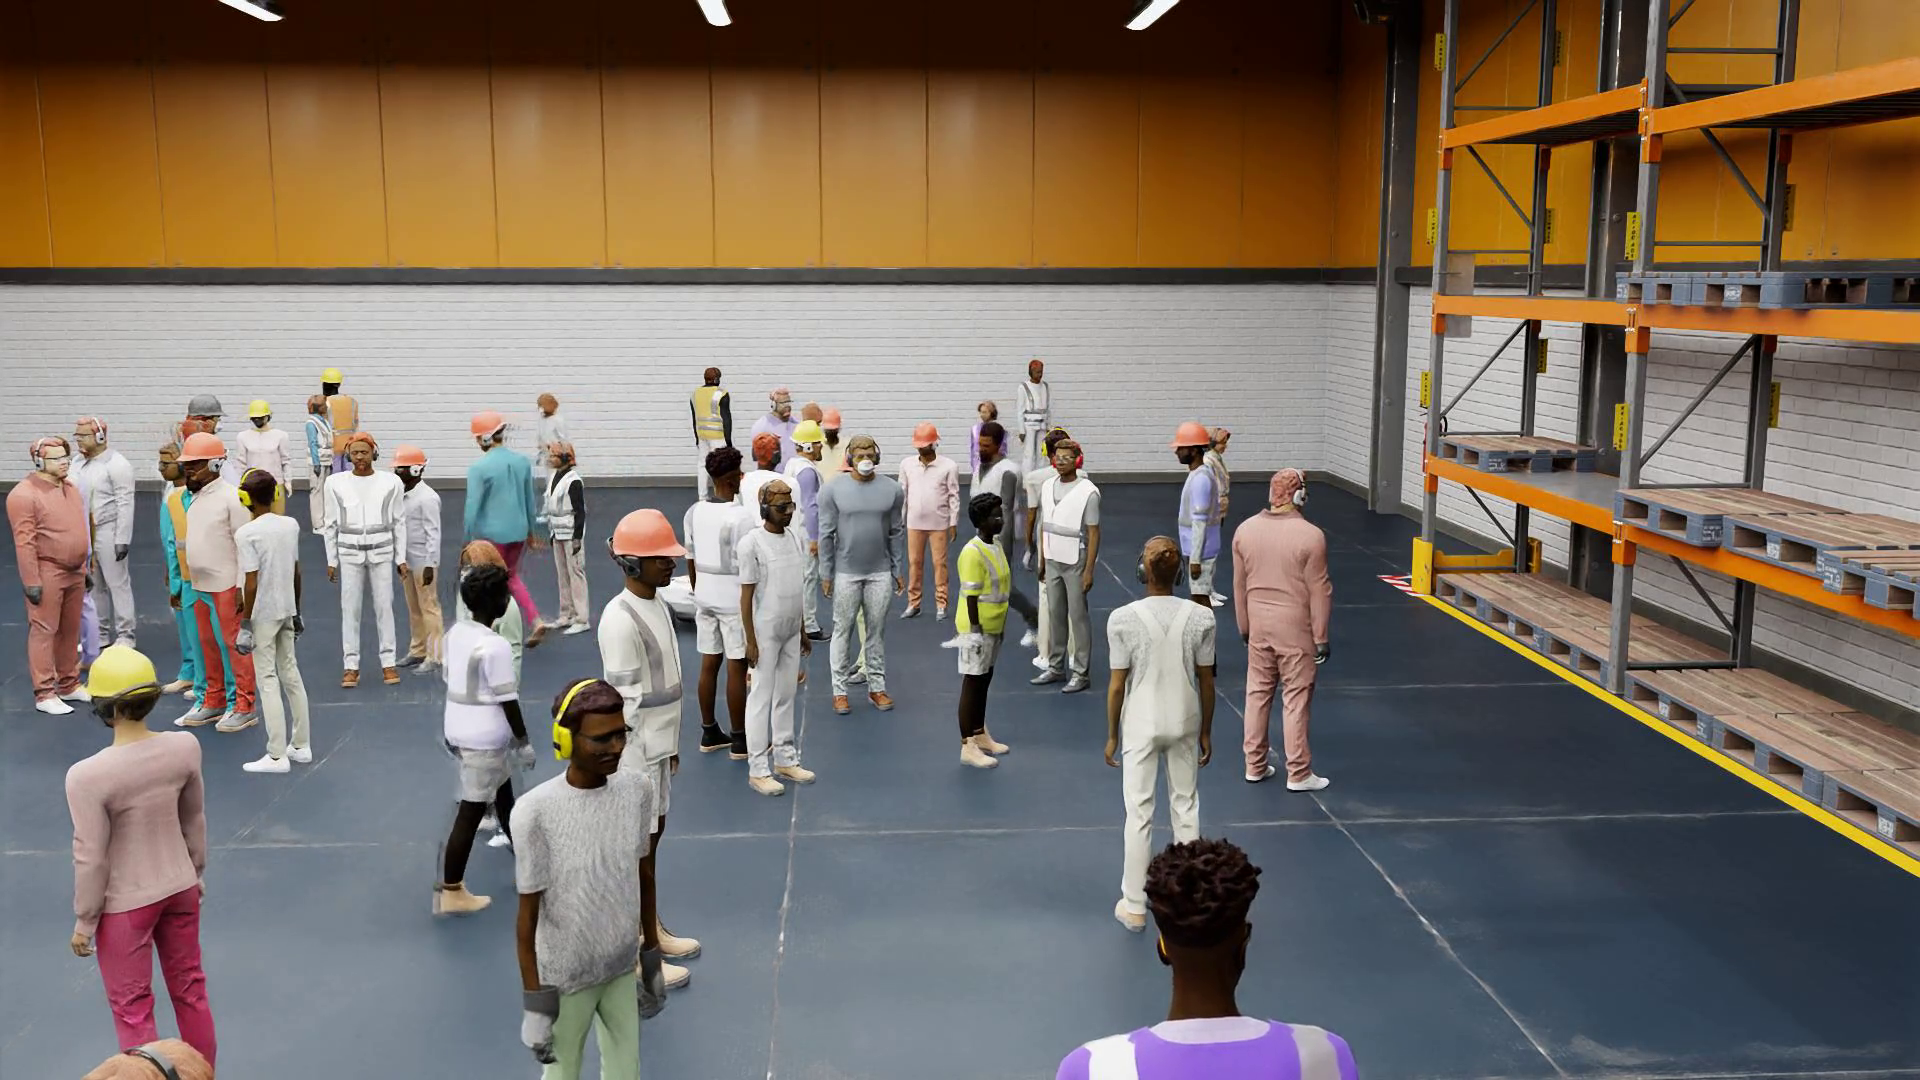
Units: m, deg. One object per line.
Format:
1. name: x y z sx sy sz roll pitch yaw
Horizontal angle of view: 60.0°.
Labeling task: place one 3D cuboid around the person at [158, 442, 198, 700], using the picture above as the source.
1. person: -5.536 0.219 11.898 0.509 1.846 0.342 7 11 35

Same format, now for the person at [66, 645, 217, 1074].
1. person: -2.839 1.236 5.759 0.310 1.768 0.533 4 10 23

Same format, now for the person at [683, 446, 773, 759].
1. person: -1.466 0.389 10.448 0.601 1.967 0.369 8 12 41

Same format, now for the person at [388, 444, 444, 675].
1. person: -4.152 0.142 12.662 0.328 1.753 0.560 -8 12 -42

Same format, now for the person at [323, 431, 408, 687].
1. person: -4.376 0.141 12.268 0.574 1.883 0.355 -3 10 -19

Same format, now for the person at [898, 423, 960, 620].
1. person: -0.290 -0.162 14.601 0.573 1.740 0.339 2 9 14

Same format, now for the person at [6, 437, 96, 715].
1. person: -6.269 0.239 11.573 0.405 1.910 0.636 1 9 6

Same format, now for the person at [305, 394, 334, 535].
1. person: -7.469 -0.879 19.423 0.307 1.645 0.512 -1 9 -5

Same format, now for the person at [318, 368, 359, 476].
1. person: -7.412 -1.080 19.789 0.354 1.929 0.590 5 11 31

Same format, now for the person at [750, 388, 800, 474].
1. person: -1.779 -0.563 16.614 0.401 1.910 0.641 8 12 39

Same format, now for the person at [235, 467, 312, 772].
1. person: -4.215 0.488 10.144 0.311 1.865 0.532 3 9 17

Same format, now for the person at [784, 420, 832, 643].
1. person: -1.249 -0.073 13.764 0.403 1.835 0.588 -3 10 -19

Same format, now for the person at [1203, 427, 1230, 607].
1. person: 2.322 -0.219 15.295 0.307 1.640 0.513 3 9 16

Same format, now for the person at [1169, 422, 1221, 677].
1. person: 1.768 0.072 12.583 0.407 1.927 0.547 1 9 8

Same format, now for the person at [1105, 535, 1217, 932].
1. person: 0.918 0.892 7.668 0.505 1.846 0.346 -1 9 -4

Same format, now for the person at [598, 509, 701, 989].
1. person: -1.327 0.879 7.134 0.373 2.044 0.607 0 9 1

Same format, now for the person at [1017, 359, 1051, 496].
1. person: 1.026 -1.537 22.831 0.584 1.878 0.368 -8 12 -42

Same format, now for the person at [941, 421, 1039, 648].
1. person: 0.313 -0.036 13.418 0.798 1.880 0.681 -4 10 -25

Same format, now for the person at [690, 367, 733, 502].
1. person: -3.228 -1.346 21.776 0.619 1.836 0.430 6 11 33

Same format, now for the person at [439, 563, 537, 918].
1. person: -2.183 0.933 7.977 0.824 1.655 0.556 -7 12 -38

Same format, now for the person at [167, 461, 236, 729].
1. person: -5.029 0.301 11.139 0.600 1.920 0.376 3 9 17

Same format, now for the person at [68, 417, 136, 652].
1. person: -6.872 -0.029 13.262 0.643 1.909 0.410 4 10 23

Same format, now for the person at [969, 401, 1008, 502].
1. person: 0.326 -0.750 18.660 0.515 1.629 0.383 6 11 33

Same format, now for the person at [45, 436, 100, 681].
1. person: -6.689 0.136 12.454 0.351 1.837 0.511 2 9 15

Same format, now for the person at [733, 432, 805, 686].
1. person: -1.415 0.150 12.211 0.574 1.882 0.358 3 10 18

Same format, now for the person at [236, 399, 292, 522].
1. person: -7.138 -0.567 17.083 0.533 1.765 0.329 -2 9 -13

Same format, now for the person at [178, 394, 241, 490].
1. person: -6.365 -0.237 14.145 0.535 2.000 0.682 -2 9 -12

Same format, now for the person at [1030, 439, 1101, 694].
1. person: 0.789 0.179 12.129 0.384 1.849 0.569 -7 12 -39

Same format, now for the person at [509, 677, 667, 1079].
1. person: -1.100 1.315 4.985 0.318 1.860 0.512 8 12 41

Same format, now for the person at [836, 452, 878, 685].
1. person: -0.749 0.192 12.347 0.326 1.752 0.560 -1 9 -4

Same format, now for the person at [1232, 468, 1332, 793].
1. person: 1.916 0.526 9.793 0.639 1.903 0.407 9 13 44

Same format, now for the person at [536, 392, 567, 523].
1. person: -4.992 -1.020 20.421 0.537 1.603 0.740 8 12 41

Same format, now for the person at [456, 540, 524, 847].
1. person: -2.522 0.808 8.859 0.498 1.633 0.285 7 11 36

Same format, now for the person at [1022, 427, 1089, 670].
1. person: 0.740 0.069 12.771 0.521 1.869 0.328 -1 9 -3

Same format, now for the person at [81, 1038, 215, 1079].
1. person: -1.454 1.717 3.136 0.523 1.638 0.310 3 10 19

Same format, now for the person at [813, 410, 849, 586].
1. person: -1.253 -0.438 16.452 0.573 1.707 0.813 0 9 -3

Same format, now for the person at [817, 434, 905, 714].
1. person: -0.674 0.230 11.531 0.627 1.941 0.371 -3 10 -20

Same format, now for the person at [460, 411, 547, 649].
1. person: -3.624 -0.046 13.198 0.519 1.960 0.661 5 10 29

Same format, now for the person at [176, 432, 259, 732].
1. person: -4.957 0.276 11.066 0.622 1.993 0.383 5 10 28

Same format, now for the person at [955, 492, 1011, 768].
1. person: 0.147 0.544 10.314 0.321 1.697 0.530 3 10 18

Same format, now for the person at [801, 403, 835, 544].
1. person: -1.549 -0.709 18.420 0.392 1.619 0.543 4 10 25

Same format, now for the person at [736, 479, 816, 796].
1. person: -1.075 0.559 9.762 0.341 1.846 0.510 6 11 35

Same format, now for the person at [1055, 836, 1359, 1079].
1. person: 0.466 1.539 3.236 0.609 1.963 0.369 -1 9 -8

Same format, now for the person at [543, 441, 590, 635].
1. person: -3.327 -0.023 14.062 0.310 1.638 0.523 -7 11 -38
